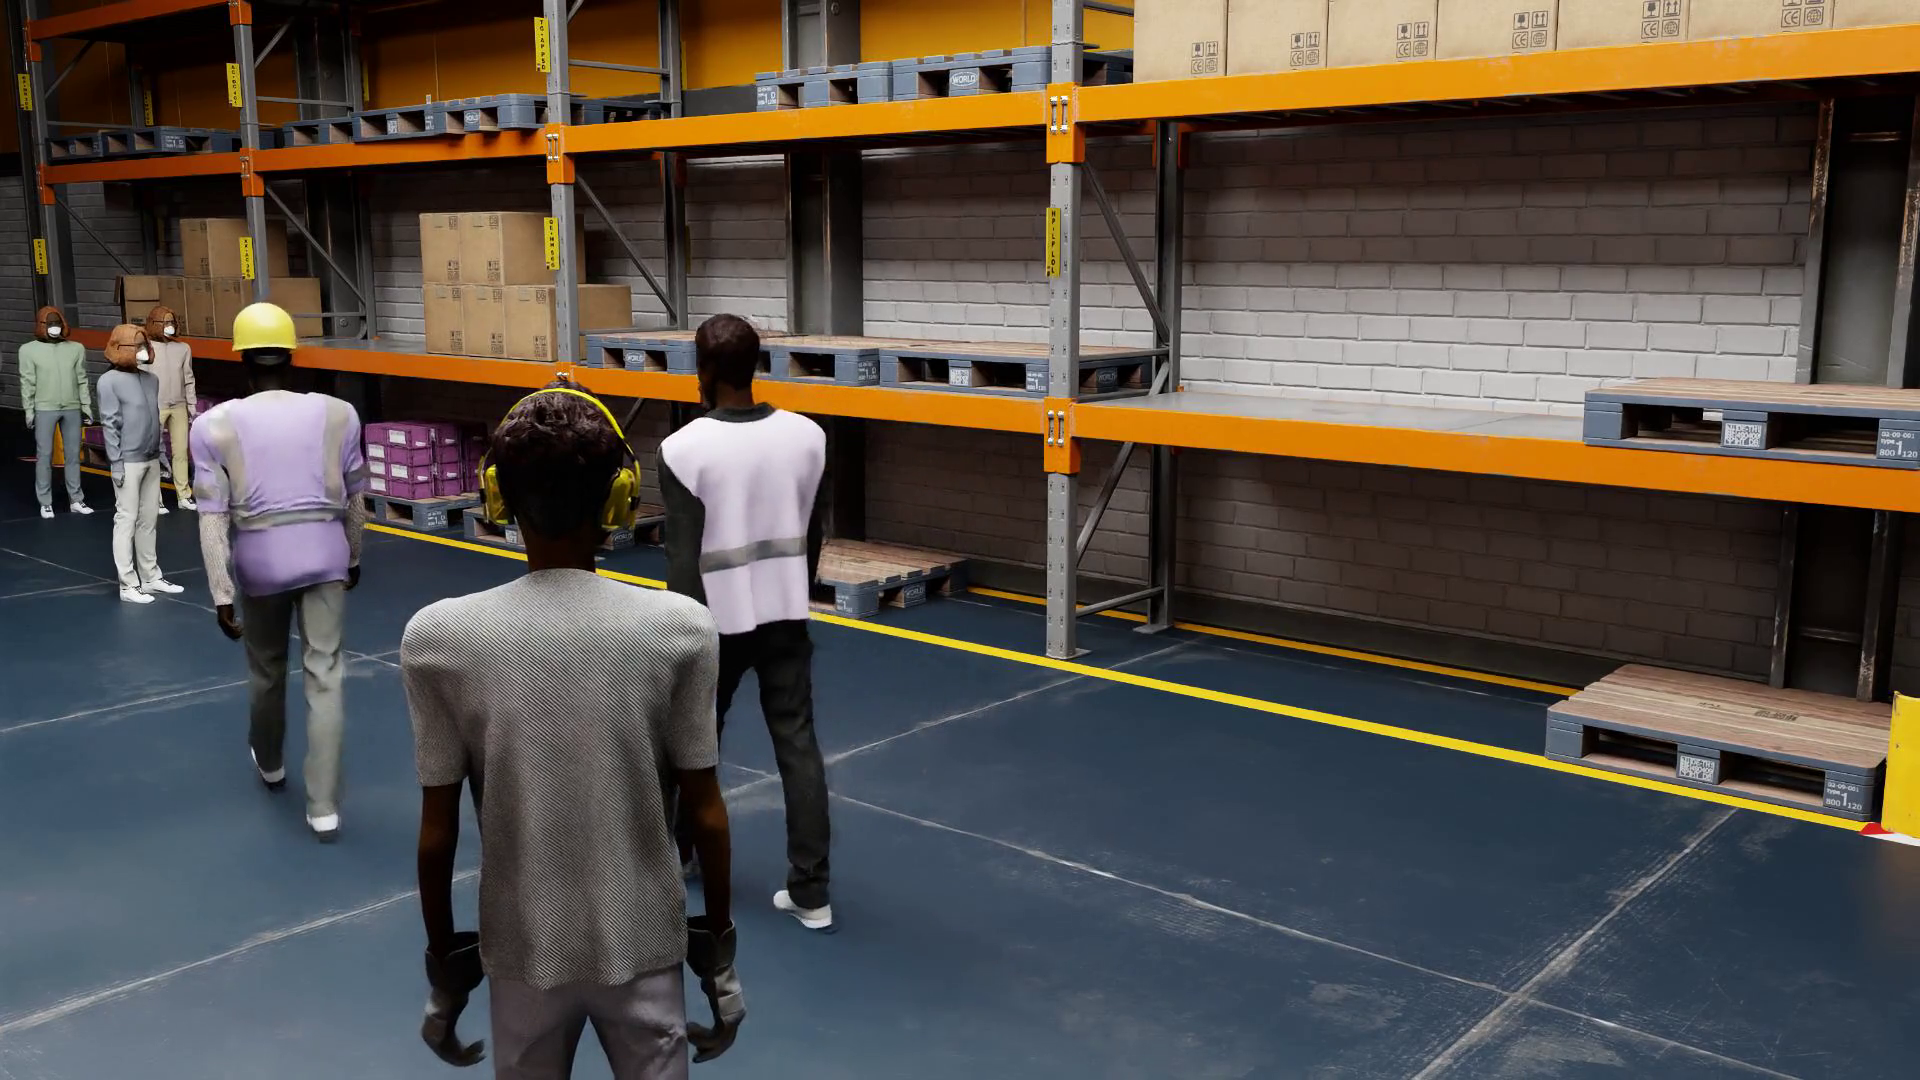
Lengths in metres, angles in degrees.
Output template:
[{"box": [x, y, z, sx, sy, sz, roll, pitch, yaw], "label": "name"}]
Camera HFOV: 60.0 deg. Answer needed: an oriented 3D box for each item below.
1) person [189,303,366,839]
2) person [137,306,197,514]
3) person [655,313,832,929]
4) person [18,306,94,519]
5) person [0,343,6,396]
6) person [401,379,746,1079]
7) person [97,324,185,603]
[{"box": [-2.464, 0.085, 6.070, 0.591, 1.873, 0.997, -5, 11, -28], "label": "person"}, {"box": [-6.237, -1.021, 13.077, 0.277, 1.629, 0.496, 7, 12, 34], "label": "person"}, {"box": [-0.709, 0.232, 5.247, 0.604, 1.870, 0.962, -7, 12, -34], "label": "person"}, {"box": [-6.983, -0.991, 12.880, 0.269, 1.632, 0.504, 8, 13, 39], "label": "person"}, {"box": [-8.827, -1.443, 14.717, 0.410, 1.891, 0.659, 10, 14, 44], "label": "person"}, {"box": [-0.611, 0.681, 2.687, 0.521, 1.874, 0.328, -1, 10, -7], "label": "person"}, {"box": [-4.852, -0.454, 9.825, 0.281, 1.633, 0.500, 1, 10, 8], "label": "person"}]
